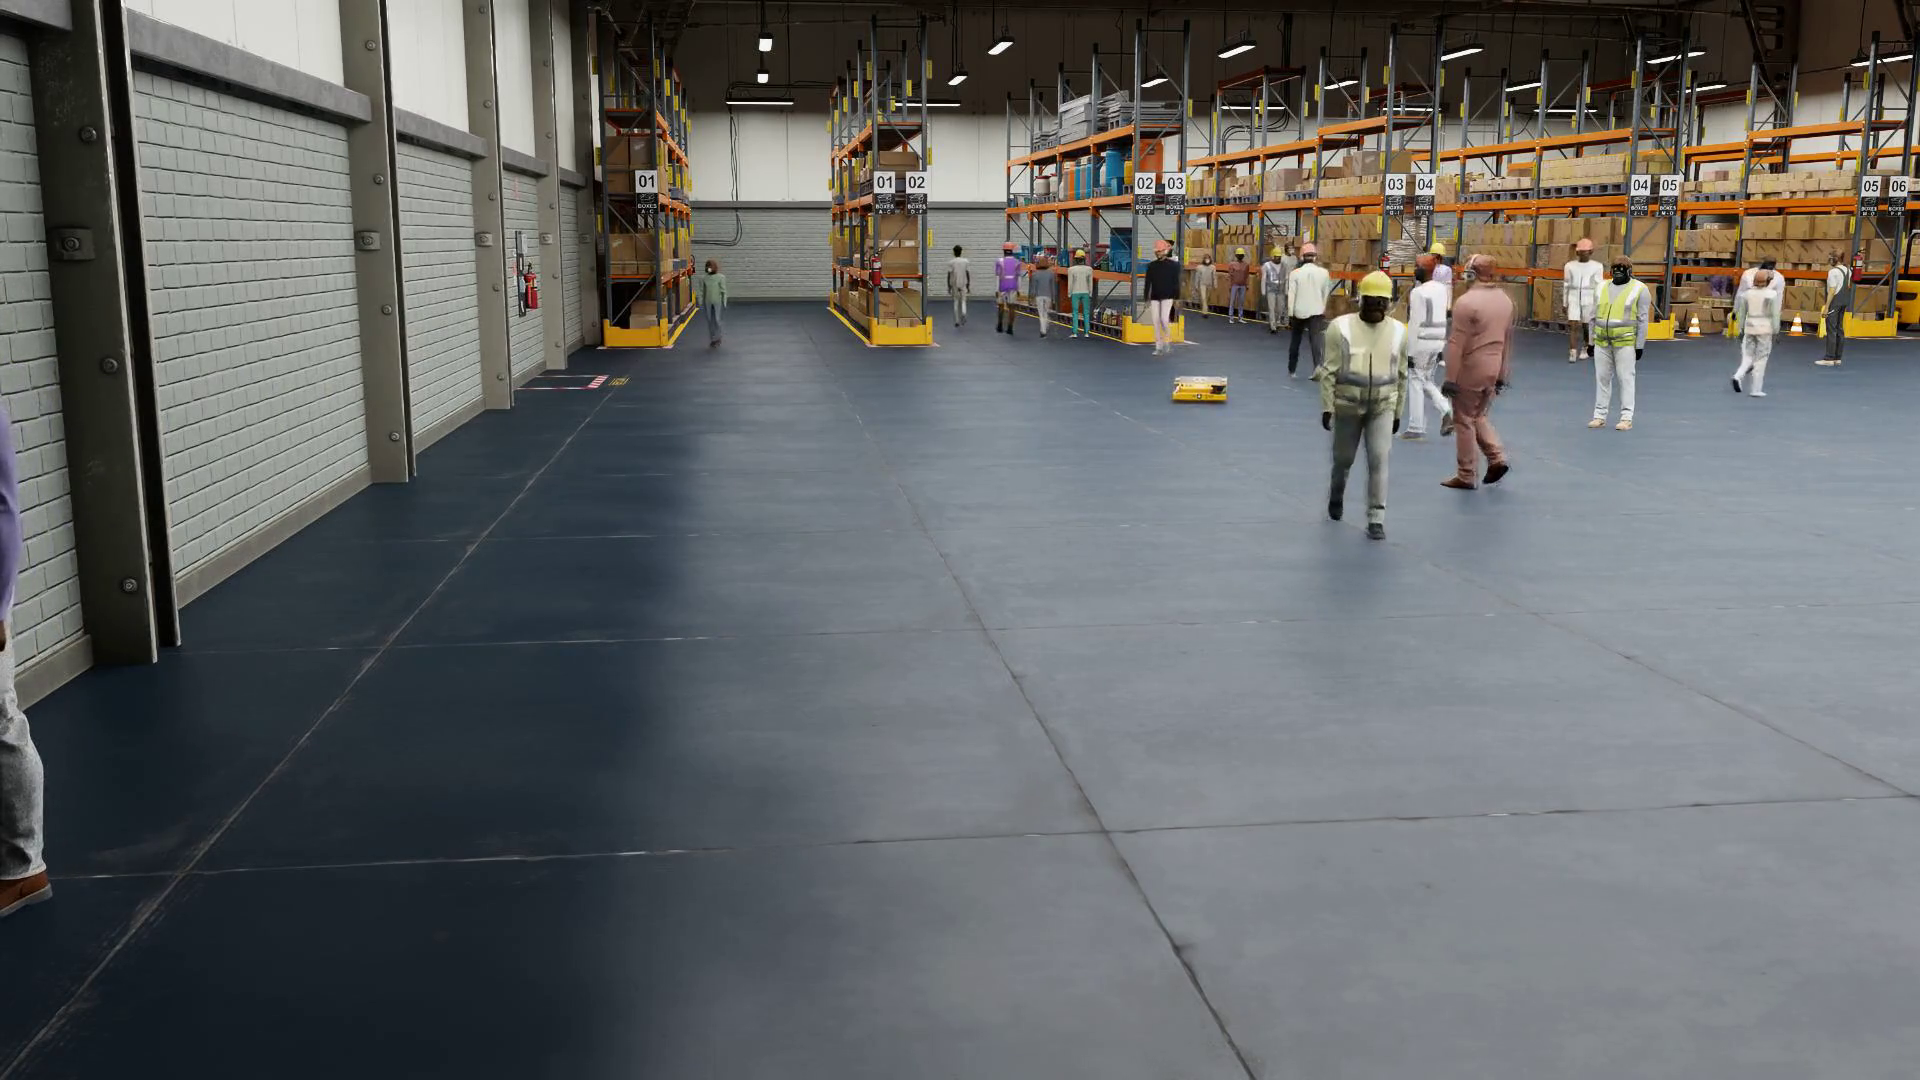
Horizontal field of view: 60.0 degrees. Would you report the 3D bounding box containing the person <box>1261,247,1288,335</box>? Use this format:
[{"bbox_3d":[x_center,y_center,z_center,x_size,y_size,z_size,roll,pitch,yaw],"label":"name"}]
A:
[{"bbox_3d":[6.551,-5.193,34.689,0.615,1.814,0.534,-3,11,-15],"label":"person"}]

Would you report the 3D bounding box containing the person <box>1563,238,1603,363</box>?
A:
[{"bbox_3d":[10.147,-3.905,27.103,0.616,2.015,0.950,5,11,26],"label":"person"}]

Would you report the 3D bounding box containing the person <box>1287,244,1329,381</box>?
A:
[{"bbox_3d":[4.958,-3.233,23.648,0.603,1.944,0.954,0,10,-1],"label":"person"}]

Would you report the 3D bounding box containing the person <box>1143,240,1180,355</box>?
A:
[{"bbox_3d":[3.420,-4.130,28.409,0.646,1.972,0.460,6,12,31],"label":"person"}]

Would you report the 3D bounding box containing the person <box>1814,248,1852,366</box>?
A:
[{"bbox_3d":[13.800,-3.668,26.249,0.506,1.843,0.346,-7,12,-33],"label":"person"}]

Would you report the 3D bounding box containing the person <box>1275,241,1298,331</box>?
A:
[{"bbox_3d":[7.063,-5.490,36.003,0.626,1.934,0.363,-7,12,-34],"label":"person"}]

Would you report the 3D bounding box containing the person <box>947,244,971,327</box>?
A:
[{"bbox_3d":[-0.024,-5.737,37.545,0.552,1.858,0.436,-1,10,-8],"label":"person"}]

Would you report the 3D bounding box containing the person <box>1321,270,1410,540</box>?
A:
[{"bbox_3d":[2.761,-0.941,11.407,0.598,1.806,0.769,1,10,4],"label":"person"}]

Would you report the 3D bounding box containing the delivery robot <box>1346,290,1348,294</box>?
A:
[{"bbox_3d":[11.927,-7.374,49.838,0.477,0.478,0.707,-9,14,-41],"label":"delivery robot"}]

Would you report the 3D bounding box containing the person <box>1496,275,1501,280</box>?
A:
[{"bbox_3d":[16.315,-7.906,50.140,0.661,1.616,0.526,-3,11,-16],"label":"person"}]

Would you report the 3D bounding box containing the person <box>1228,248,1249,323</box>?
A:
[{"bbox_3d":[6.546,-5.970,39.066,0.525,1.772,0.301,-3,11,-16],"label":"person"}]

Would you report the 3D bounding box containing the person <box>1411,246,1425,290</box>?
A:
[{"bbox_3d":[10.136,-5.516,36.422,0.520,1.836,0.914,1,10,3],"label":"person"}]

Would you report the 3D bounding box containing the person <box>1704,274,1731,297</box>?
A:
[{"bbox_3d":[20.896,-7.259,45.819,0.660,1.883,0.452,-2,10,-10],"label":"person"}]

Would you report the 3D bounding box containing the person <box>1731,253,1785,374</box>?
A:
[{"bbox_3d":[11.790,-3.337,24.619,0.690,1.777,0.936,5,12,27],"label":"person"}]

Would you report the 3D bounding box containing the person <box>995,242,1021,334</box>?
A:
[{"bbox_3d":[0.987,-5.309,35.069,0.573,1.893,0.925,-2,11,-12],"label":"person"}]

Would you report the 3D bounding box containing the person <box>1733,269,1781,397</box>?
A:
[{"bbox_3d":[10.120,-2.617,21.080,0.412,1.627,0.520,-6,12,-28],"label":"person"}]

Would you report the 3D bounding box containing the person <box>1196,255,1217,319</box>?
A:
[{"bbox_3d":[6.123,-6.278,41.244,0.515,1.582,0.847,-2,10,-10],"label":"person"}]

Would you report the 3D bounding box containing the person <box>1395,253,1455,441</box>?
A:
[{"bbox_3d":[4.628,-1.891,16.429,0.604,1.870,0.537,-9,14,-41],"label":"person"}]

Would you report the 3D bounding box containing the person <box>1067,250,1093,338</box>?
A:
[{"bbox_3d":[2.405,-4.923,33.324,0.532,1.772,0.300,-2,11,-13],"label":"person"}]

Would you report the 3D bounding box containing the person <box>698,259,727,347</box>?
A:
[{"bbox_3d":[-4.586,-4.349,30.613,0.515,1.616,0.645,2,11,11],"label":"person"}]

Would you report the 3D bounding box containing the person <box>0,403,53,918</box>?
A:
[{"bbox_3d":[-3.005,0.170,4.942,0.635,1.937,0.352,7,13,35],"label":"person"}]

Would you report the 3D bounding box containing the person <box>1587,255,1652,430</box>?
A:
[{"bbox_3d":[6.932,-2.077,17.571,0.430,1.838,0.632,-9,14,-41],"label":"person"}]

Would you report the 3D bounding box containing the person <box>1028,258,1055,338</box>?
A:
[{"bbox_3d":[1.627,-4.887,33.565,0.517,1.592,0.829,-3,11,-16],"label":"person"}]

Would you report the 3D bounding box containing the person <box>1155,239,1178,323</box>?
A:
[{"bbox_3d":[4.494,-5.497,35.930,0.607,1.966,0.367,-1,10,-4],"label":"person"}]

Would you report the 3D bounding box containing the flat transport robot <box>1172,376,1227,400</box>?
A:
[{"bbox_3d":[3.042,-1.929,21.025,0.652,0.197,1.431,2,10,9],"label":"flat transport robot"}]

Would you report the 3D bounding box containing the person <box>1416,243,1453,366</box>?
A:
[{"bbox_3d":[7.481,-3.709,26.237,0.594,1.926,0.366,9,13,40],"label":"person"}]

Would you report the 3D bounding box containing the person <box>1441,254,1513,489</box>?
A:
[{"bbox_3d":[4.121,-1.338,13.355,0.644,1.894,0.422,-8,13,-38],"label":"person"}]
